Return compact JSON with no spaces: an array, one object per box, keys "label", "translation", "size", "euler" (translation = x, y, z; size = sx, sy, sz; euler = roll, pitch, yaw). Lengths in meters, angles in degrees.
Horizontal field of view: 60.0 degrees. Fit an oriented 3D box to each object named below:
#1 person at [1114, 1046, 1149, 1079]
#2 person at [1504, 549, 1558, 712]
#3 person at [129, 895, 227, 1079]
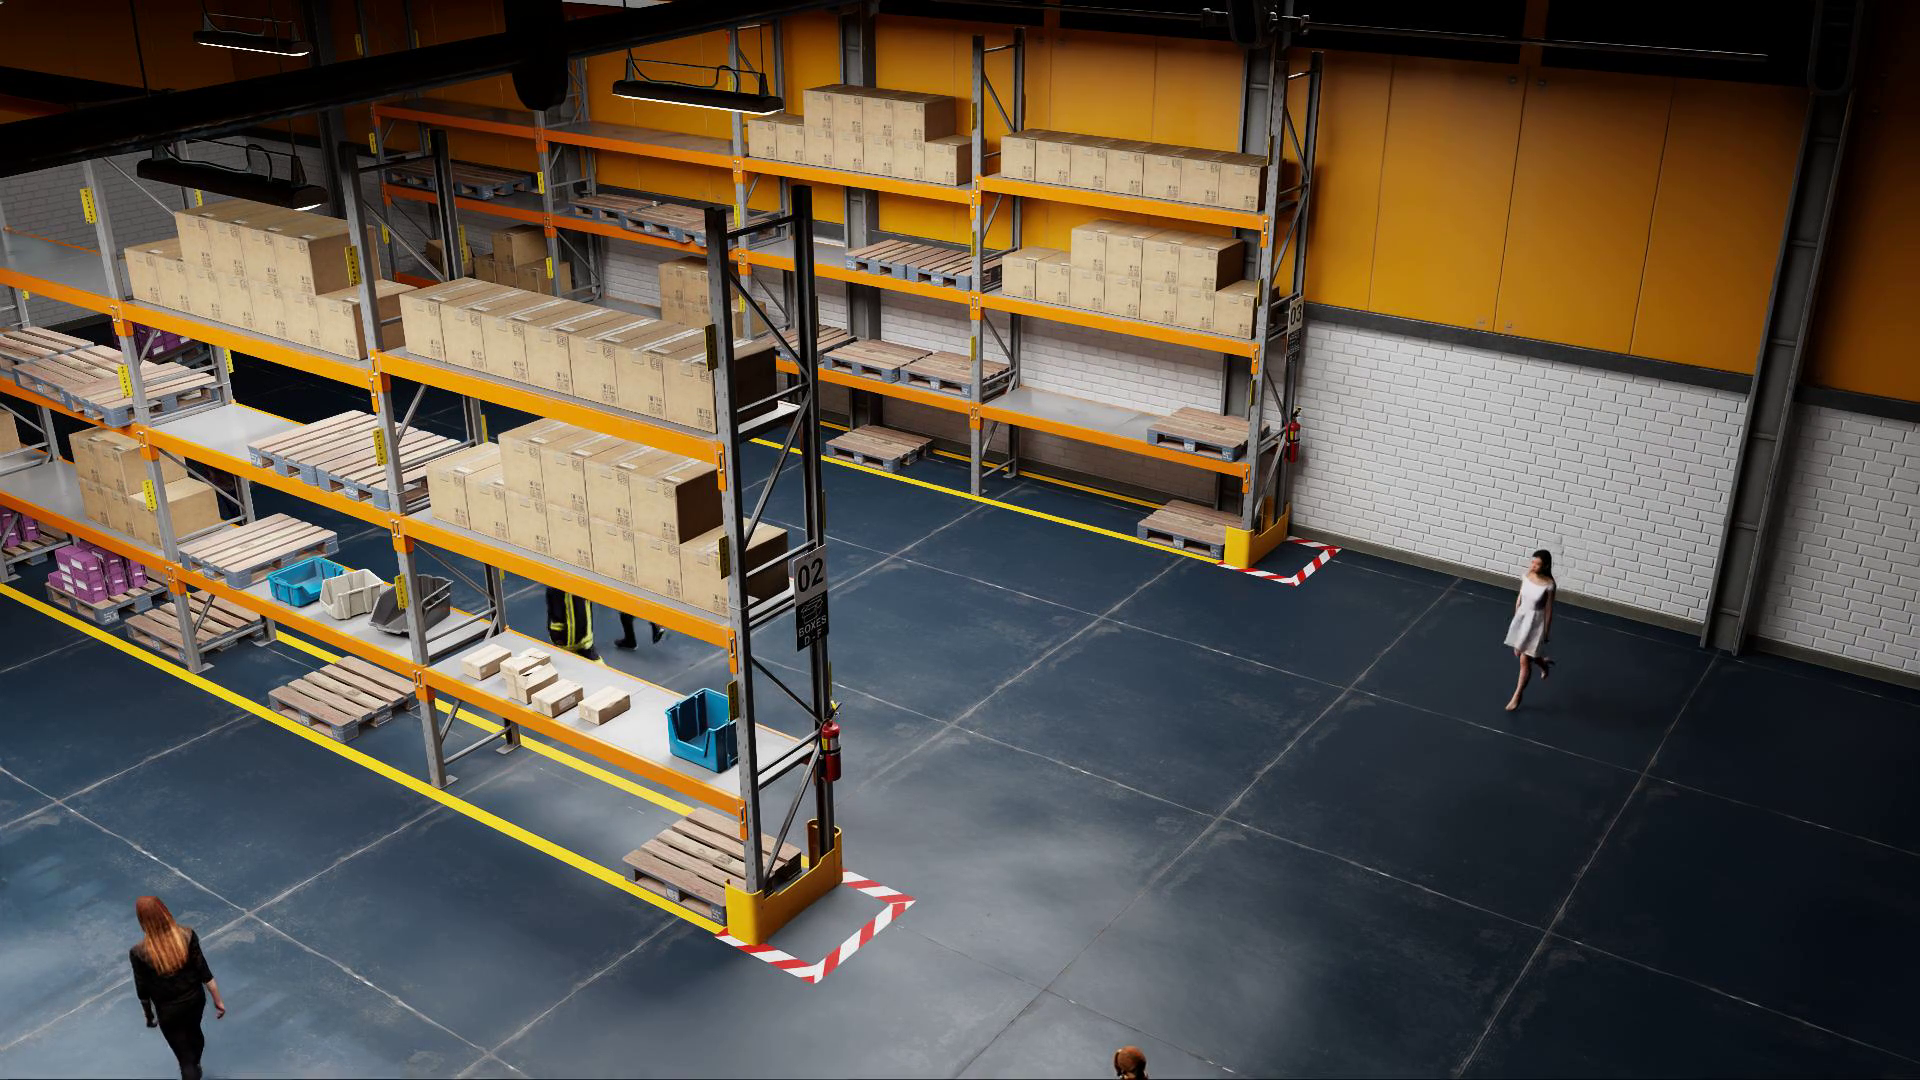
[{"label":"person","translation":[1.083,3.811,10.753],"size":[0.517,1.305,0.530],"euler":[18,29,35]},{"label":"person","translation":[5.846,0.891,16.868],"size":[0.900,1.759,0.982],"euler":[-15,28,-30]},{"label":"person","translation":[-5.364,3.294,11.505],"size":[0.856,1.651,1.241],"euler":[-17,29,-34]}]
